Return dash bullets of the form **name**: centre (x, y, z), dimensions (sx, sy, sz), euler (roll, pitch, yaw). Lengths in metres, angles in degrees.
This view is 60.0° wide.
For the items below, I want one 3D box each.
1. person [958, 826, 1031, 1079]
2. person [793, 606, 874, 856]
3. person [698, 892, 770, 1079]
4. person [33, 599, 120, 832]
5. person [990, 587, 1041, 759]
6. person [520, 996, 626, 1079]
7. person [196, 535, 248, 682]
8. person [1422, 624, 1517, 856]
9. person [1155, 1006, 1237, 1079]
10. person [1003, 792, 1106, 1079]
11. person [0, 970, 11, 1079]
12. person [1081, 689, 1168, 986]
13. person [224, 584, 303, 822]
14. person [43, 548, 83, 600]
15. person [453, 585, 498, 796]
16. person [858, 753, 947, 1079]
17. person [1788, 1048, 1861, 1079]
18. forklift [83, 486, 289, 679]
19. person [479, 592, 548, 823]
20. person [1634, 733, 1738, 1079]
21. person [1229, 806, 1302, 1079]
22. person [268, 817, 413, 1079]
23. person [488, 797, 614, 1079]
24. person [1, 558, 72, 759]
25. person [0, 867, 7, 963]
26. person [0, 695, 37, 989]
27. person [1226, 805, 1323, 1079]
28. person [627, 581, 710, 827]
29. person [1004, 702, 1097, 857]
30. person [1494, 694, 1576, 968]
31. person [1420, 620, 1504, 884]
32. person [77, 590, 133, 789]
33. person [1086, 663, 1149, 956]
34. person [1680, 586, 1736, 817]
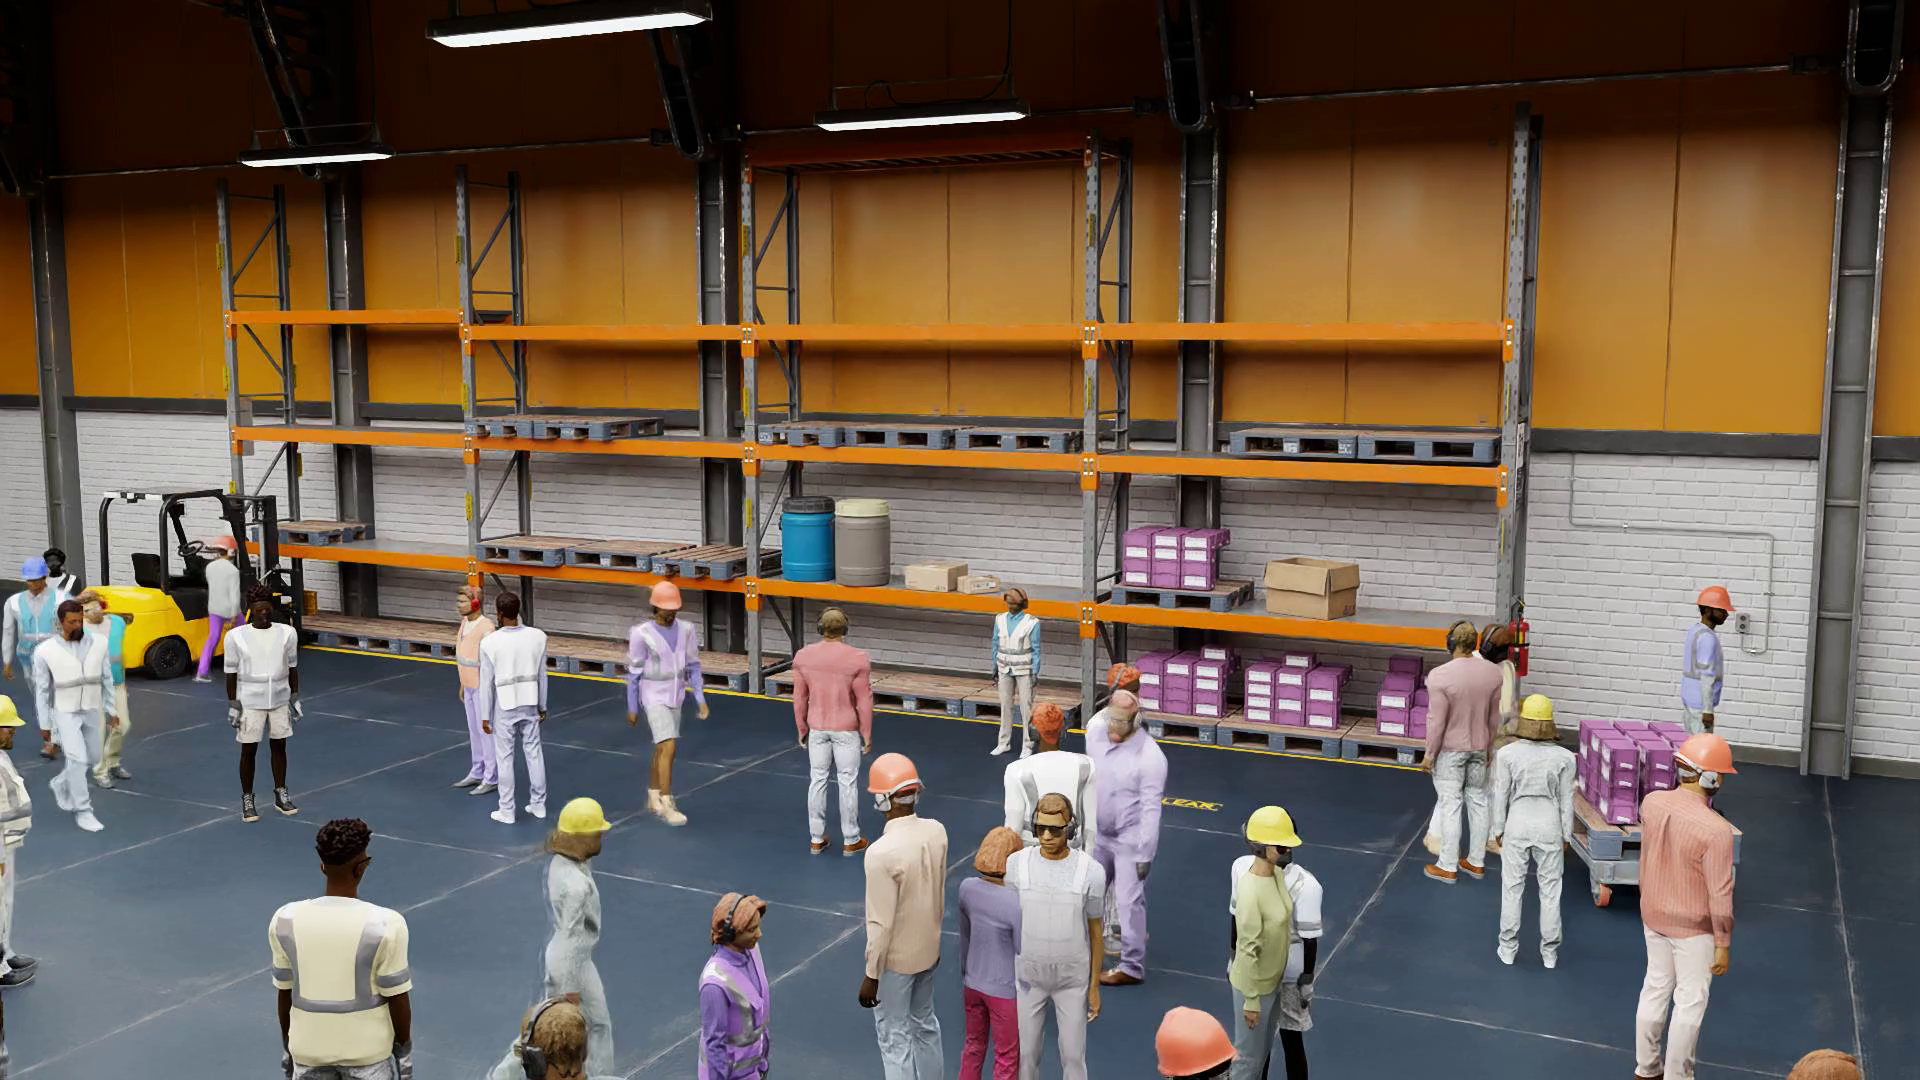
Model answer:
- **person**: centre (0.181, 2.199, 8.106), dimensions (0.289, 1.626, 0.498), euler (-7, 10, -44)
- **person**: centre (-0.966, 1.470, 12.827), dimensions (0.636, 1.939, 0.364), euler (2, 7, 14)
- **person**: centre (-0.973, 2.309, 7.174), dimensions (0.313, 1.631, 0.524), euler (1, 7, 12)
- **person**: centre (-7.272, 1.401, 13.613), dimensions (0.798, 1.889, 0.592), euler (4, 8, 31)
- **person**: centre (0.533, 1.258, 15.812), dimensions (0.514, 1.640, 0.310), euler (4, 8, 31)
- **person**: centre (-1.247, 2.392, 5.270), dimensions (0.381, 1.929, 0.635), euler (4, 8, 29)
- **person**: centre (-8.564, 0.791, 19.441), dimensions (0.562, 1.699, 0.932), euler (3, 8, 24)
- **person**: centre (3.962, 1.535, 12.793), dimensions (0.767, 1.822, 0.525), euler (-4, 8, -29)
- **person**: centre (0.793, 2.432, 5.182), dimensions (0.615, 1.884, 0.605), euler (3, 7, 21)
- **person**: centre (0.438, 2.107, 7.950), dimensions (0.508, 1.846, 0.345), euler (1, 7, 10)
- **person**: centre (-4.427, 2.154, 7.126), dimensions (0.637, 1.944, 0.420), euler (-3, 7, -21)
- **person**: centre (0.963, 1.827, 10.191), dimensions (0.431, 1.885, 0.687), euler (-6, 9, -41)
- **person**: centre (-5.781, 1.335, 13.824), dimensions (0.603, 1.967, 0.366), euler (-6, 9, -40)
- **person**: centre (-9.906, 0.940, 18.262), dimensions (0.554, 1.694, 0.366), euler (-2, 7, -13)
- **person**: centre (-4.213, 1.302, 14.586), dimensions (0.394, 1.847, 0.563), euler (-5, 9, -37)
- **person**: centre (-0.294, 2.018, 8.098), dimensions (0.394, 1.985, 0.624), euler (4, 8, 31)
- **person**: centre (2.872, 2.498, 5.577), dimensions (0.281, 1.636, 0.500), euler (2, 7, 16)
- **forklift**: centre (-9.426, 0.454, 20.179), dimensions (1.214, 2.155, 2.313), euler (3, 8, 26)
- **person**: centre (-3.666, 1.380, 13.710), dimensions (0.595, 1.910, 0.387), euler (-6, 9, -40)
- **person**: centre (3.751, 1.967, 8.578), dimensions (0.411, 1.979, 0.625), euler (-2, 7, -17)
- **person**: centre (1.471, 2.139, 8.006), dimensions (0.321, 1.767, 0.533), euler (3, 8, 24)
- **person**: centre (-2.629, 2.154, 7.124), dimensions (0.598, 1.958, 0.370), euler (0, 7, 3)
- **person**: centre (-2.000, 2.126, 8.308), dimensions (0.780, 1.714, 0.507), euler (-3, 7, -22)
- **person**: centre (-8.746, 1.129, 15.779), dimensions (0.632, 1.895, 0.984), euler (-2, 7, -16)
- **person**: centre (-5.267, 2.128, 8.686), dimensions (0.530, 1.609, 0.583), euler (-1, 7, -7)
- **person**: centre (-5.920, 1.847, 10.219), dimensions (0.403, 1.819, 0.603), euler (-4, 8, -29)
- **person**: centre (1.556, 2.143, 8.299), dimensions (0.320, 1.695, 0.534), euler (-6, 9, -42)
- **person**: centre (-2.368, 1.331, 13.687), dimensions (0.776, 2.004, 0.596), euler (6, 9, 41)
- **person**: centre (0.520, 1.873, 9.720), dimensions (0.574, 1.886, 0.356), euler (-2, 7, -19)
- **person**: centre (3.648, 1.842, 10.588), dimensions (0.484, 1.738, 0.321), euler (2, 7, 17)
- **person**: centre (3.665, 1.546, 12.202), dimensions (0.627, 1.941, 0.371), euler (-3, 7, -21)
- **person**: centre (-7.601, 1.314, 14.663), dimensions (0.454, 1.804, 0.603), euler (4, 8, 29)
- **person**: centre (1.035, 1.735, 10.855), dimensions (0.356, 1.887, 0.574), euler (4, 8, 32)
- **person**: centre (6.234, 1.341, 13.914), dimensions (0.376, 1.934, 0.547), euler (2, 7, 13)
